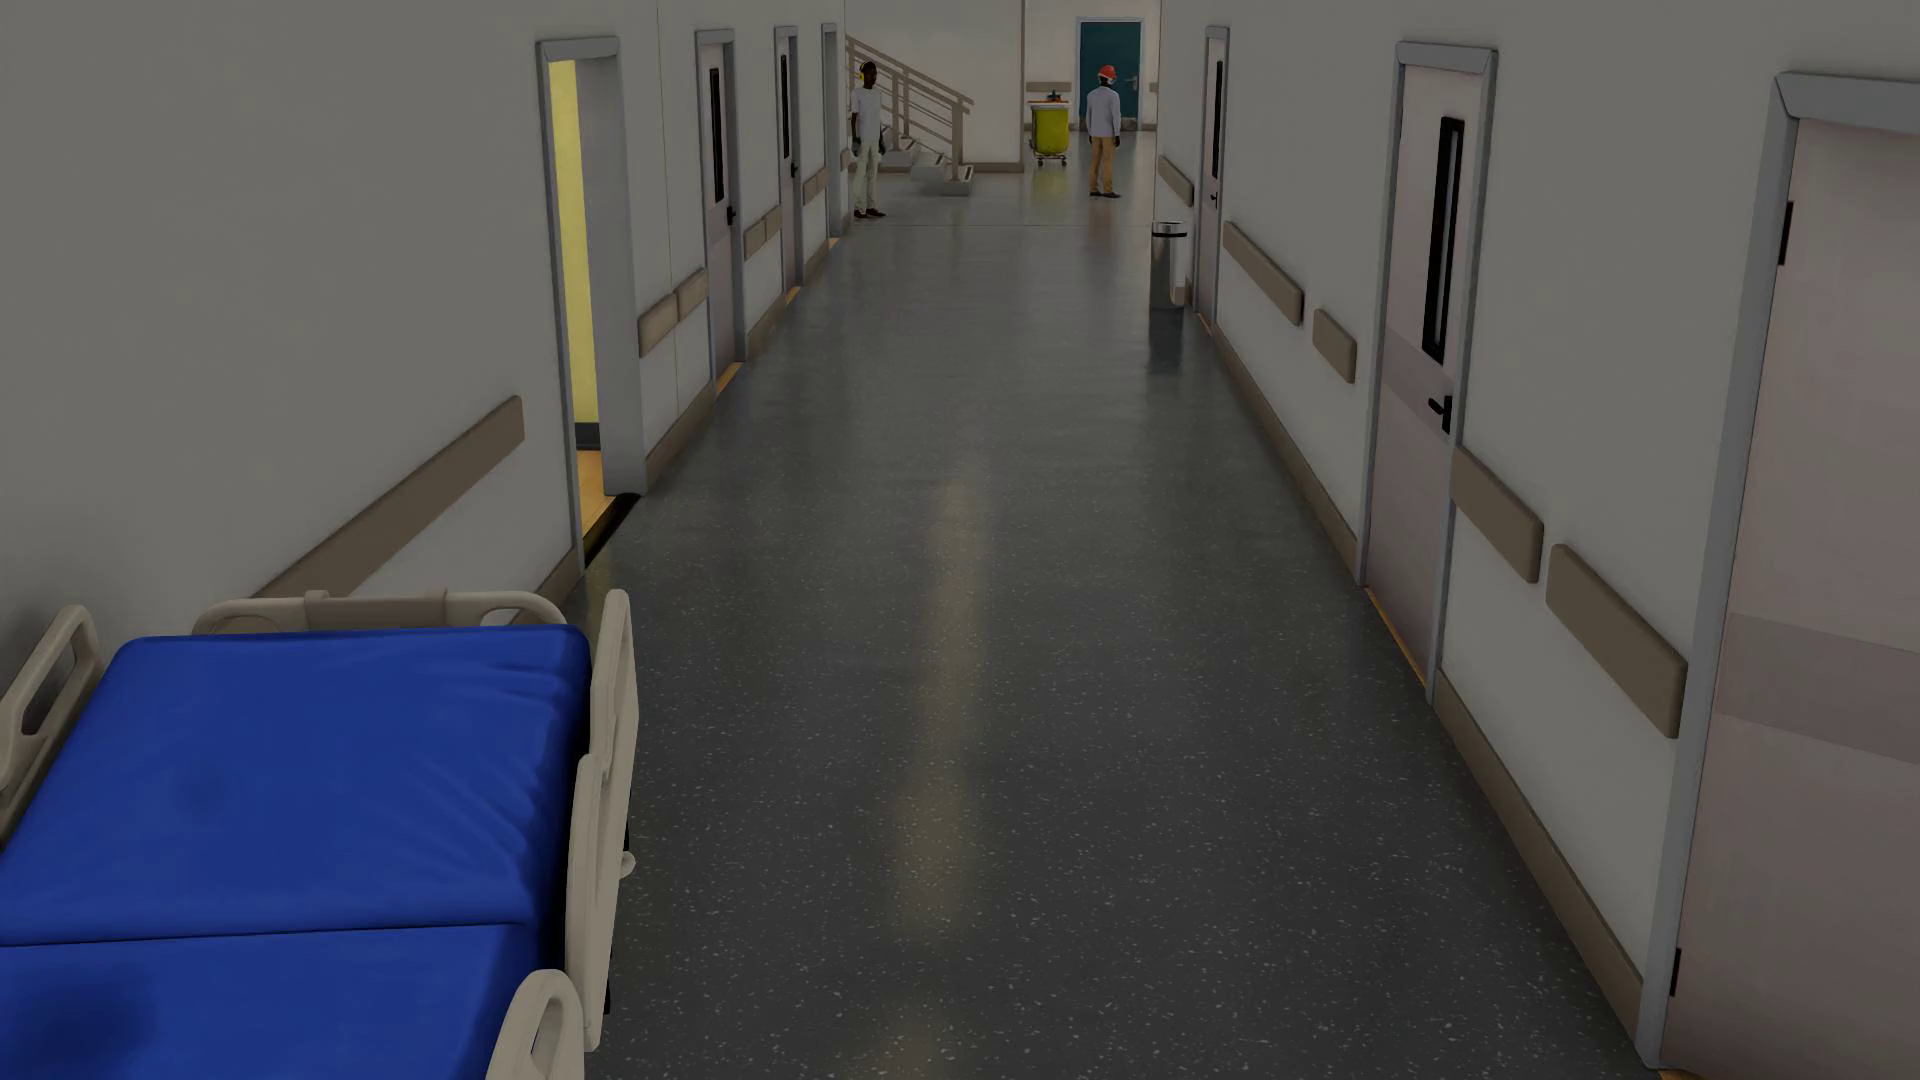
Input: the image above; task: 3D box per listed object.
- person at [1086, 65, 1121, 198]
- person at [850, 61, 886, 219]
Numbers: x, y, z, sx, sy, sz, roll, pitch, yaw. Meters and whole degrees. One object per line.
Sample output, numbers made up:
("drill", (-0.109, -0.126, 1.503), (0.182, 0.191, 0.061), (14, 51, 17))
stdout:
("person", (1.966, -5.510, 22.478), (0.341, 1.747, 0.575), (-15, 23, -40))
("person", (-1.115, -4.872, 20.286), (0.309, 1.868, 0.535), (16, 24, 41))
